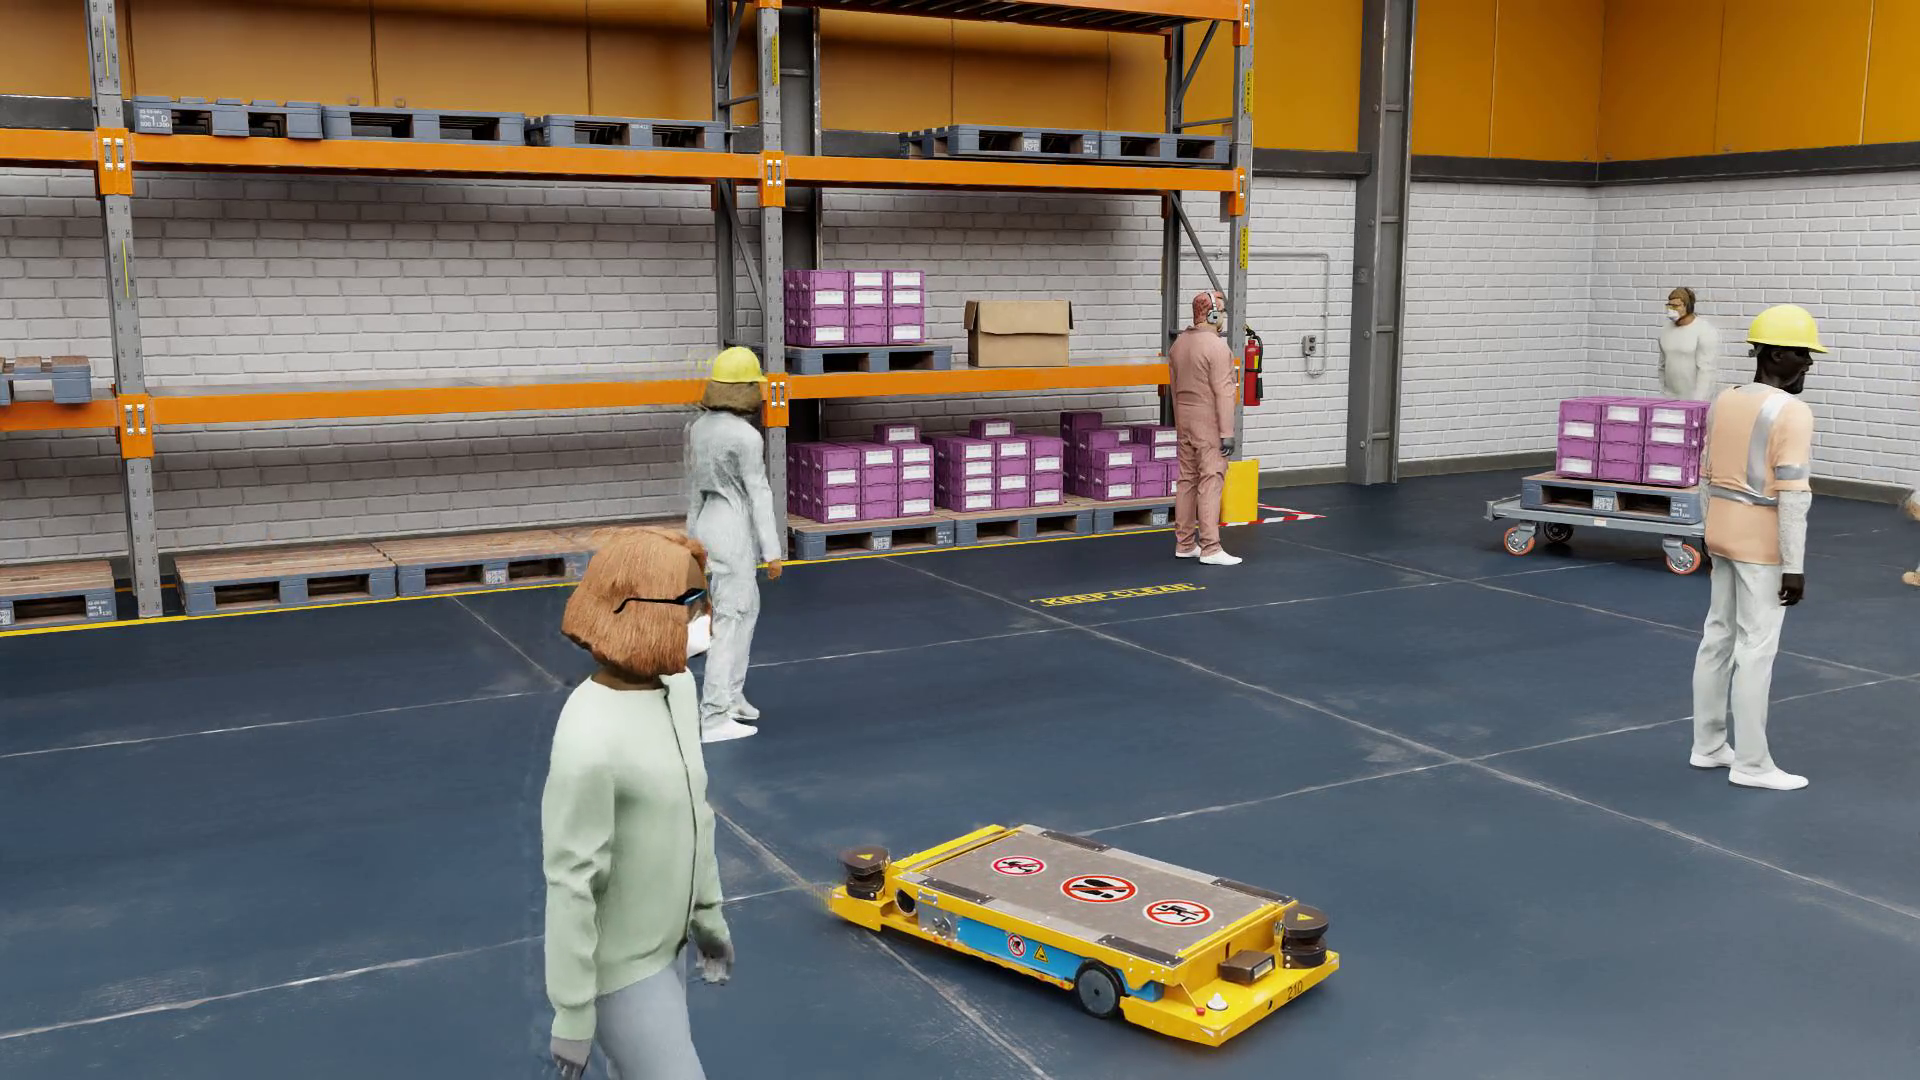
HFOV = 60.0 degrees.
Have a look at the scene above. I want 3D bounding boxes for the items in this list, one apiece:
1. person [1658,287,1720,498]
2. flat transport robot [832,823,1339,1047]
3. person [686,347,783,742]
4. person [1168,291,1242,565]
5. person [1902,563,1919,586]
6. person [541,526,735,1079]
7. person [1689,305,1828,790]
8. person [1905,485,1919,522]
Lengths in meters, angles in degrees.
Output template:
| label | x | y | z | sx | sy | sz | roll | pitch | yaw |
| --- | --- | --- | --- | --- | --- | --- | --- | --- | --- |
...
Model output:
| label | x | y | z | sx | sy | sz | roll | pitch | yaw |
| --- | --- | --- | --- | --- | --- | --- | --- | --- | --- |
| person | 6.042 | -1.156 | 13.936 | 0.663 | 1.907 | 0.637 | -4 | 10 | -24 |
| flat transport robot | 0.345 | 1.123 | 5.012 | 1.431 | 0.197 | 0.652 | 8 | 12 | 41 |
| person | -0.971 | 0.020 | 7.312 | 0.537 | 1.724 | 0.508 | -7 | 12 | -38 |
| person | 1.729 | -0.780 | 11.639 | 0.410 | 1.908 | 0.643 | -5 | 10 | -26 |
| person | 6.440 | -0.525 | 10.413 | 0.637 | 1.806 | 0.931 | -2 | 10 | -13 |
| person | -0.560 | 0.776 | 3.017 | 0.355 | 1.622 | 0.499 | 1 | 9 | 5 |
| person | 3.194 | 0.026 | 6.671 | 0.383 | 1.924 | 0.589 | -1 | 9 | -8 |
| person | 8.014 | -0.976 | 13.163 | 0.639 | 1.810 | 0.921 | -4 | 10 | -22 |
